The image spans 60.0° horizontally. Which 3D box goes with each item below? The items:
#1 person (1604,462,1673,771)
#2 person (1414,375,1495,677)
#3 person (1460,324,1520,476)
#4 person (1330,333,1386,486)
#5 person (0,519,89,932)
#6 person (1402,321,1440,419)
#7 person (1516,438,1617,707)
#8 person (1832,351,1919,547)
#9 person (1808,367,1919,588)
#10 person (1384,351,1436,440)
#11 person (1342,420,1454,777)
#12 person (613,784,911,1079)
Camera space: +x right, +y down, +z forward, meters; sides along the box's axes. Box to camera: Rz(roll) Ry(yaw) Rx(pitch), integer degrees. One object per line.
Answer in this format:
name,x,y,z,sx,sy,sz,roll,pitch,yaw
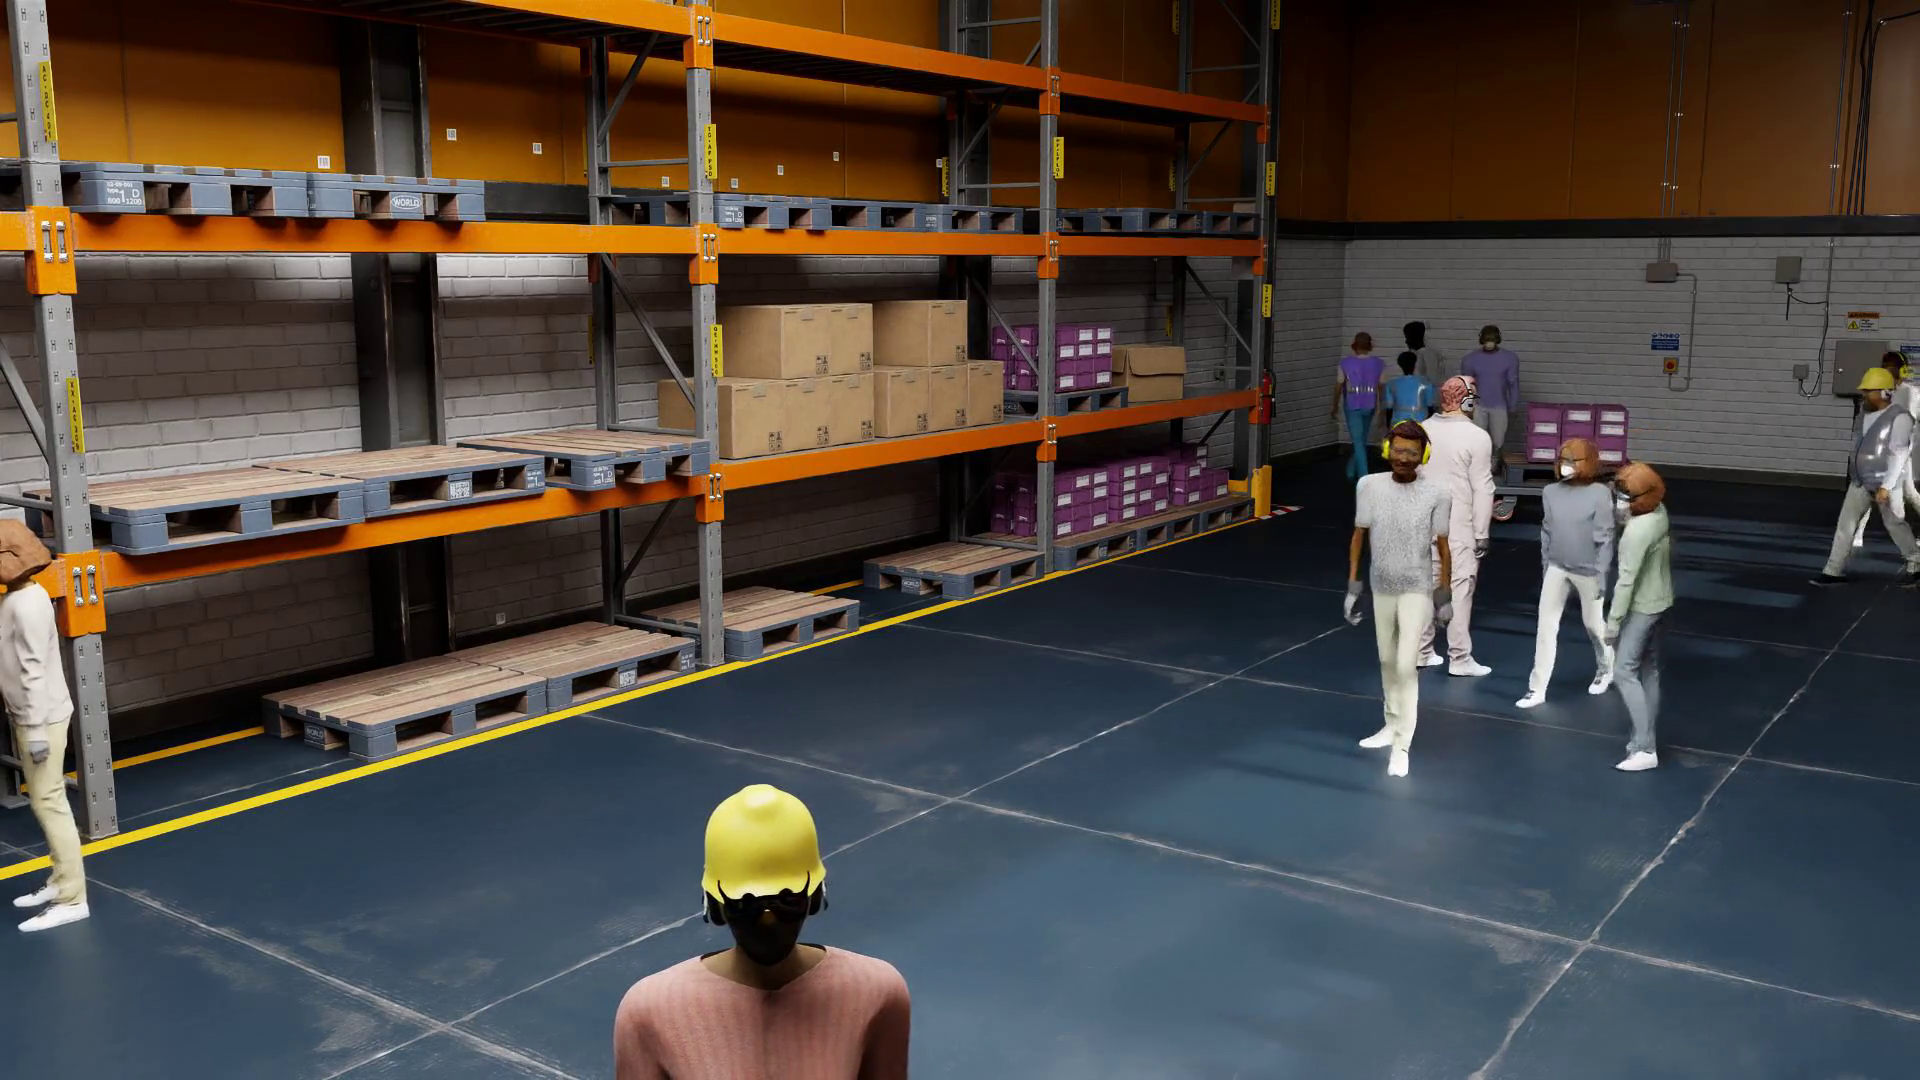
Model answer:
person,3.535,0.386,8.645,0.329,1.612,0.590,8,13,41
person,3.133,-0.092,10.583,0.399,1.909,0.642,-6,11,-32
person,6.000,-1.486,18.869,0.693,1.915,0.434,2,10,13
person,4.617,-1.506,19.326,0.561,1.790,0.961,-2,10,-11
person,-3.678,0.720,6.593,0.284,1.624,0.501,-7,12,-36
person,5.486,-1.606,19.551,0.665,1.929,0.738,-8,13,-40
person,3.689,0.182,9.903,0.831,1.600,0.514,-8,12,-39
person,8.573,-0.815,15.190,0.963,1.823,0.515,-2,10,-11
person,7.380,-0.487,13.308,0.927,1.793,0.597,-2,10,-12
person,4.790,-1.182,17.767,0.572,1.664,0.578,5,11,28
person,2.306,0.275,8.693,0.519,1.829,0.677,6,11,34
person,-0.328,1.273,2.874,0.522,1.768,0.312,-3,10,-16
